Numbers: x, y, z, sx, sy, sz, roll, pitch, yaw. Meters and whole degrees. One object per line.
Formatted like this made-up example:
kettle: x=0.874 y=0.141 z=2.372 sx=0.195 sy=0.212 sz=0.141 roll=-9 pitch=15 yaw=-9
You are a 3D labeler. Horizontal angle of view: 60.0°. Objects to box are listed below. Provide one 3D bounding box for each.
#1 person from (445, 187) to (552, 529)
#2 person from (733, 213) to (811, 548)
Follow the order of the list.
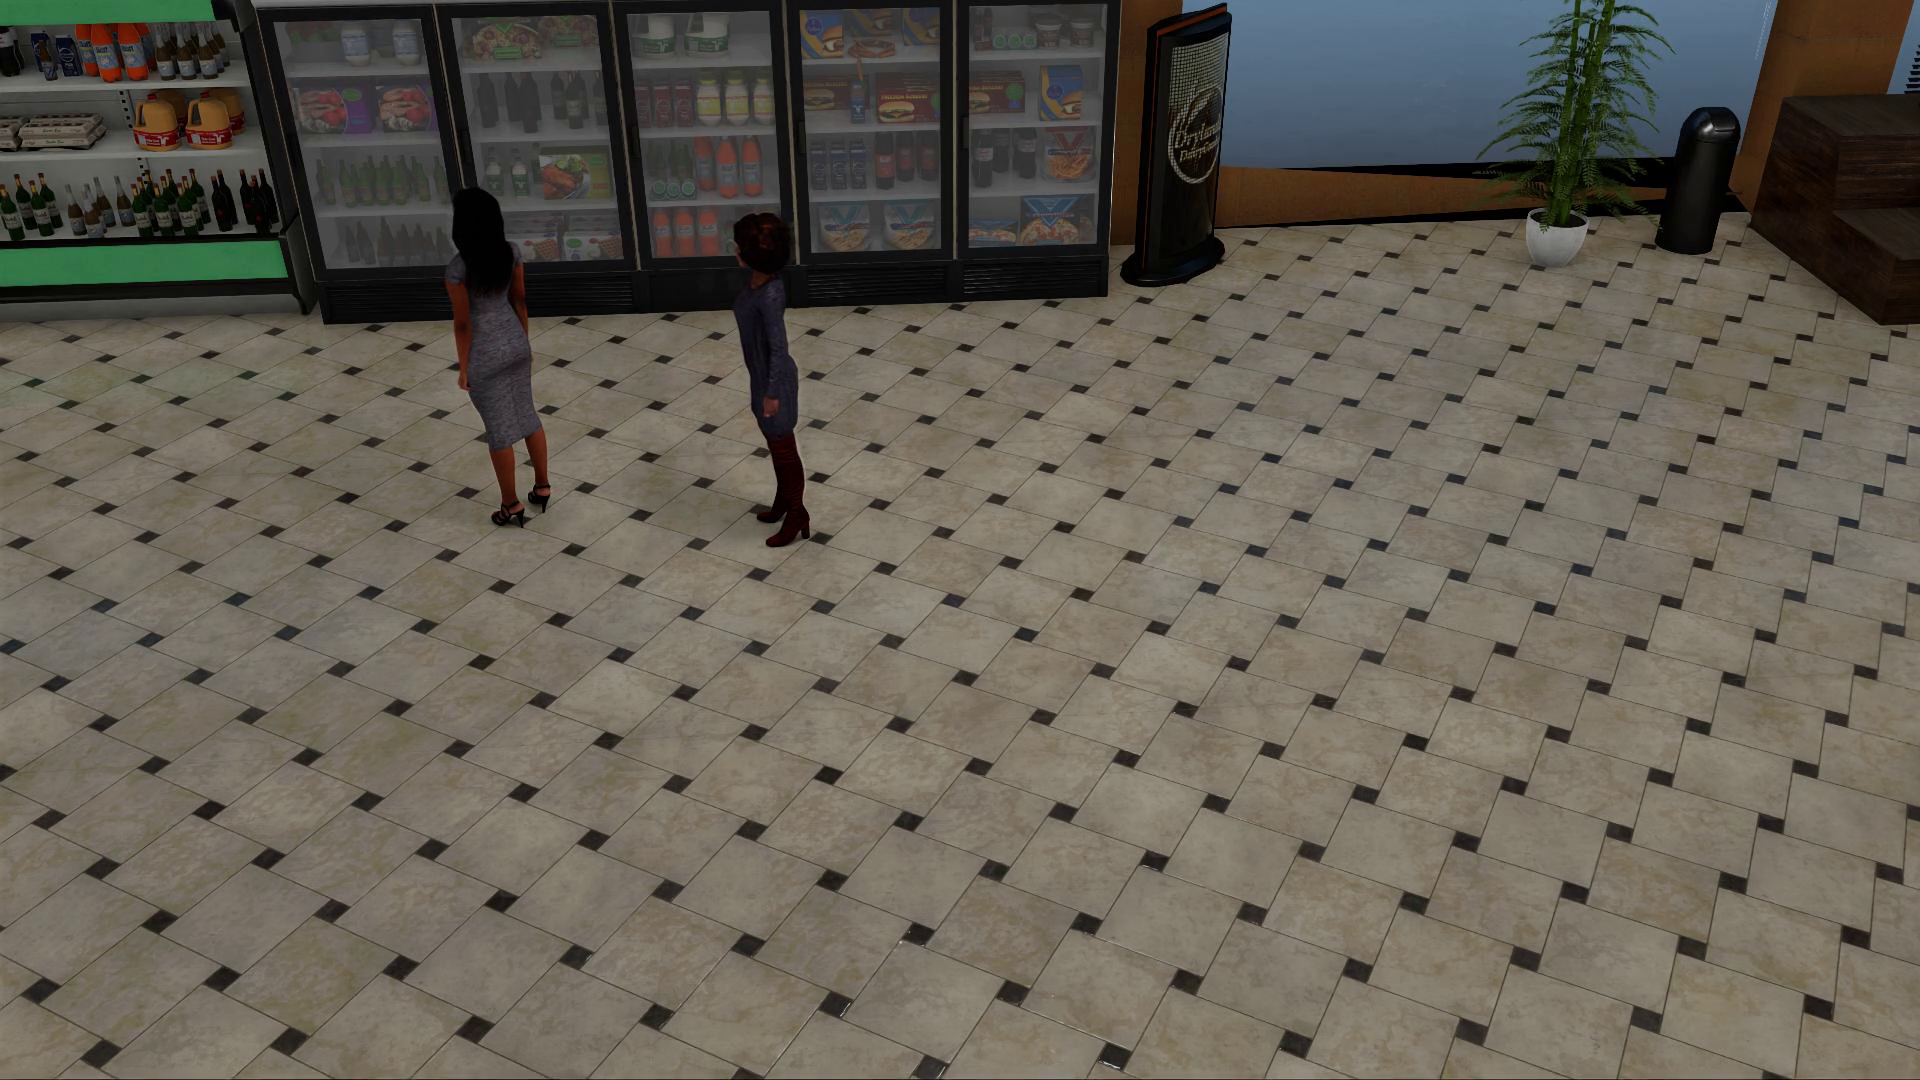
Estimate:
person: x=-2.277 y=-0.885 z=8.217 sx=0.714 sy=1.781 sz=0.656 roll=24 pitch=39 yaw=33
person: x=-0.913 y=-0.768 z=8.097 sx=0.553 sy=1.710 sz=0.618 roll=-7 pitch=33 yaw=-12
